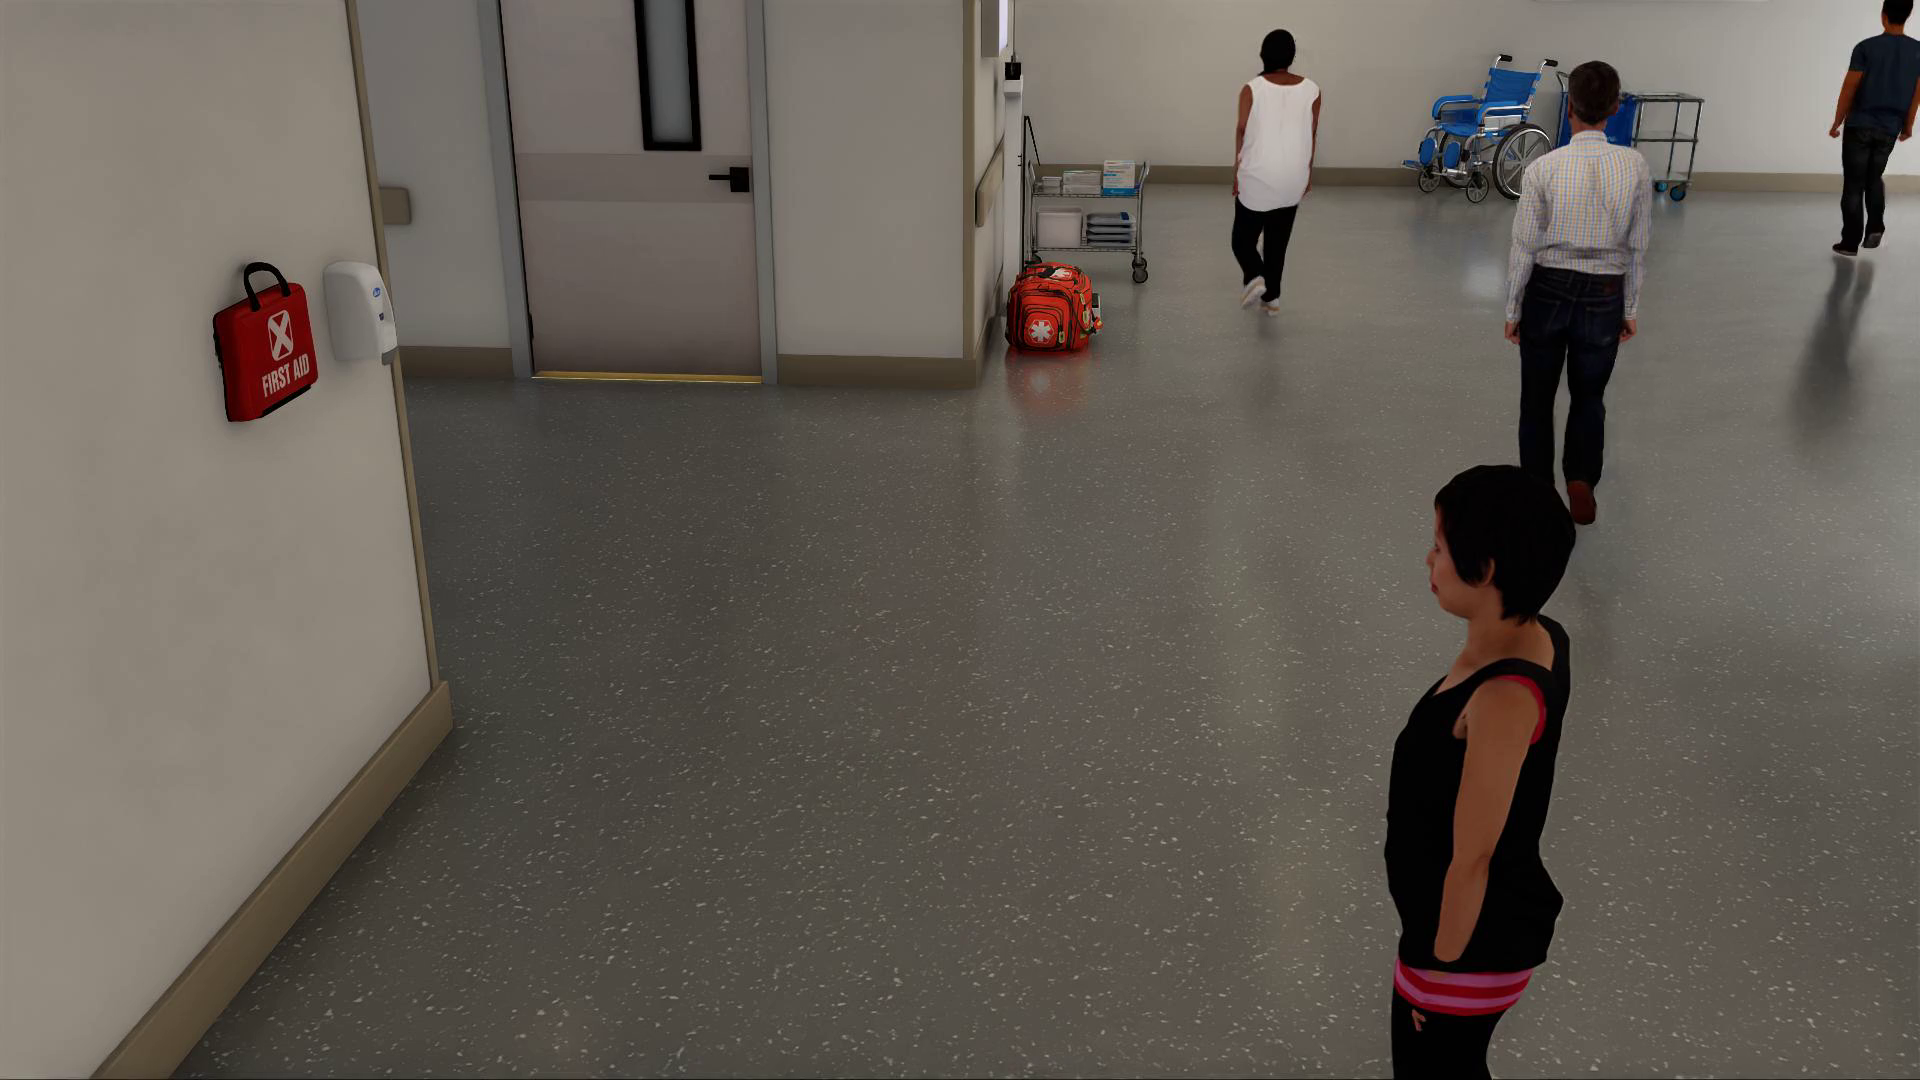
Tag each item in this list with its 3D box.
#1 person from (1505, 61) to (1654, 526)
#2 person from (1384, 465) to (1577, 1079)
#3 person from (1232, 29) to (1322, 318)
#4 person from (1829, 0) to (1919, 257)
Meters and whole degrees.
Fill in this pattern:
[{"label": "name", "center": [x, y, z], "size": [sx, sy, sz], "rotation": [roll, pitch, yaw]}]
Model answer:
[{"label": "person", "center": [2.344, -0.876, 6.326], "size": [0.701, 1.811, 0.864], "rotation": [4, 21, 10]}, {"label": "person", "center": [0.848, 0.620, 2.743], "size": [0.667, 1.550, 0.543], "rotation": [8, 22, 21]}, {"label": "person", "center": [1.855, -2.157, 9.897], "size": [0.710, 1.677, 0.715], "rotation": [-3, 21, -7]}, {"label": "person", "center": [6.422, -2.871, 11.614], "size": [0.668, 1.797, 0.649], "rotation": [1, 21, 1]}]
